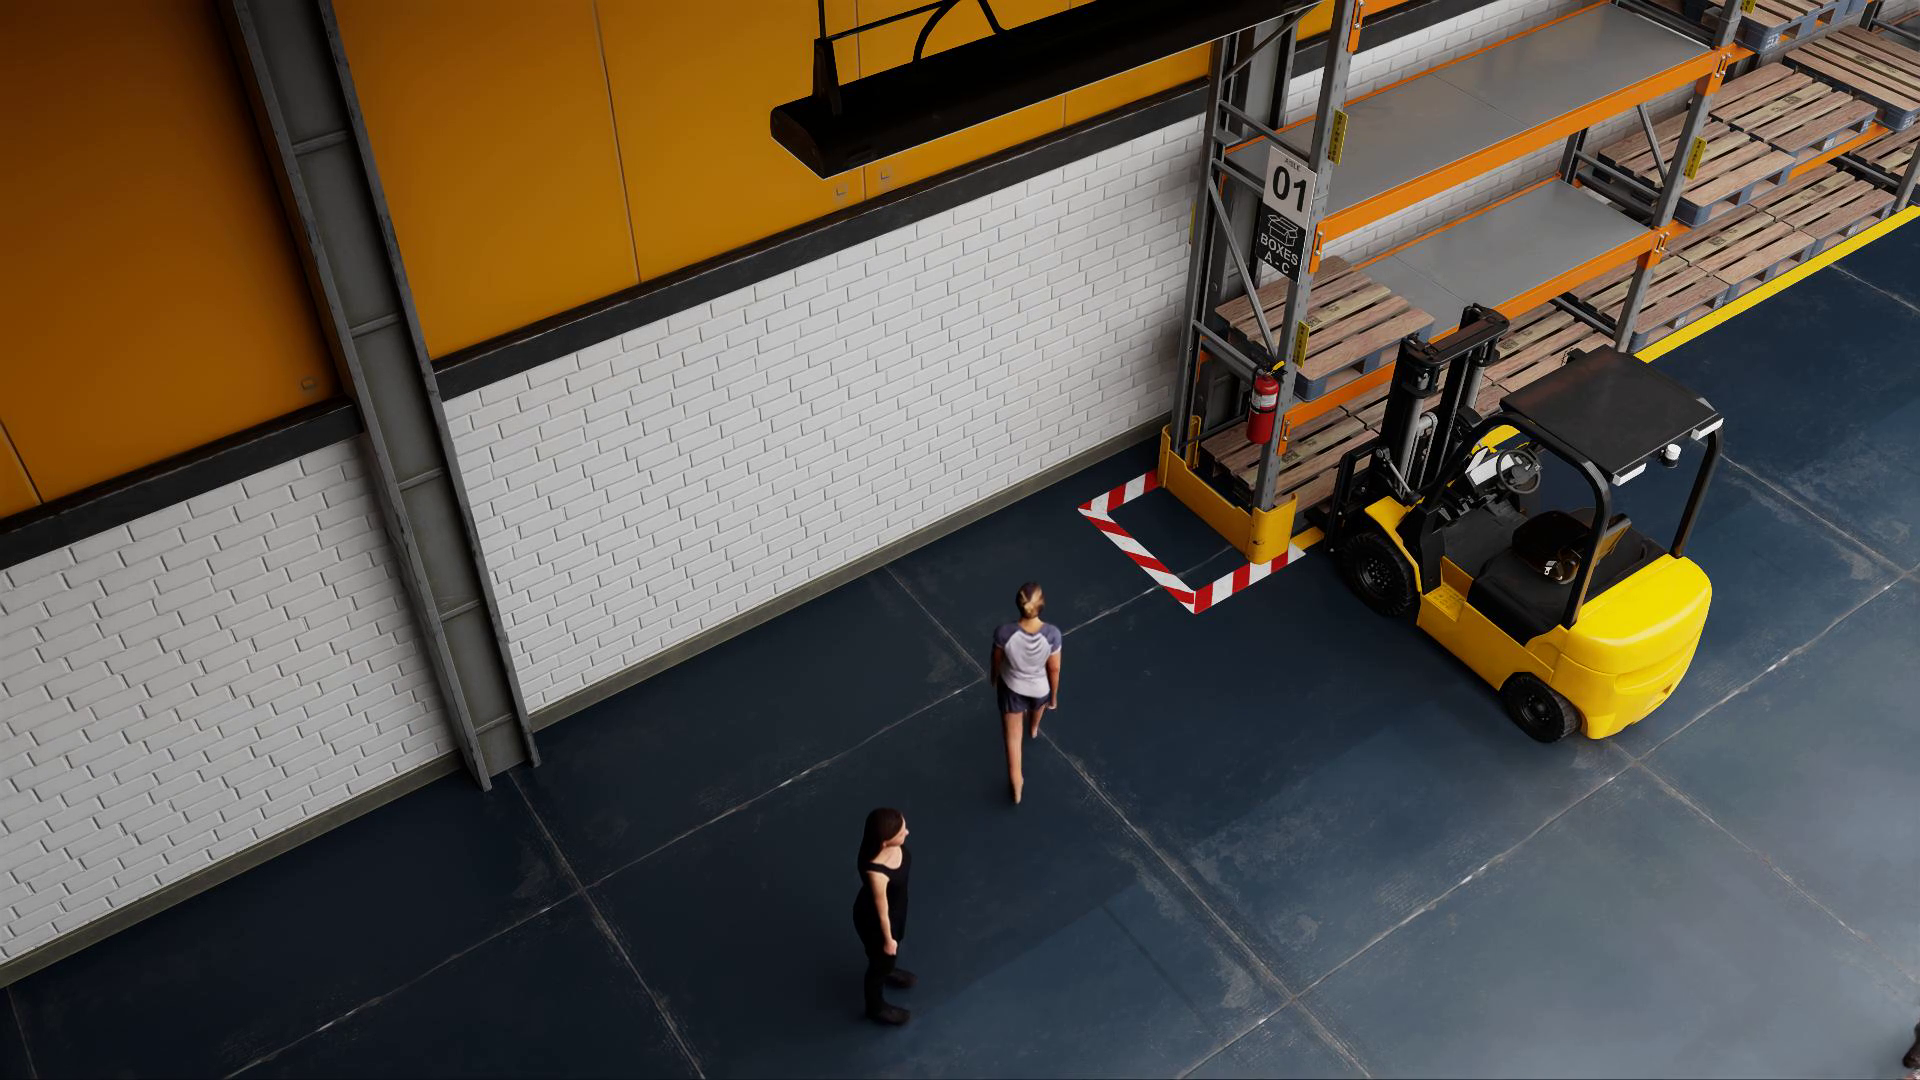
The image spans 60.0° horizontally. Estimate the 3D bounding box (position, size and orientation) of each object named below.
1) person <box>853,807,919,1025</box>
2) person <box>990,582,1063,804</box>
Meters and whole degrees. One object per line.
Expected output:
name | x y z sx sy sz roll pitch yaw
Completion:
person | -0.411 1.991 8.909 0.730 1.686 0.673 6 44 7
person | 0.396 0.939 10.088 1.026 1.582 0.989 0 44 0
